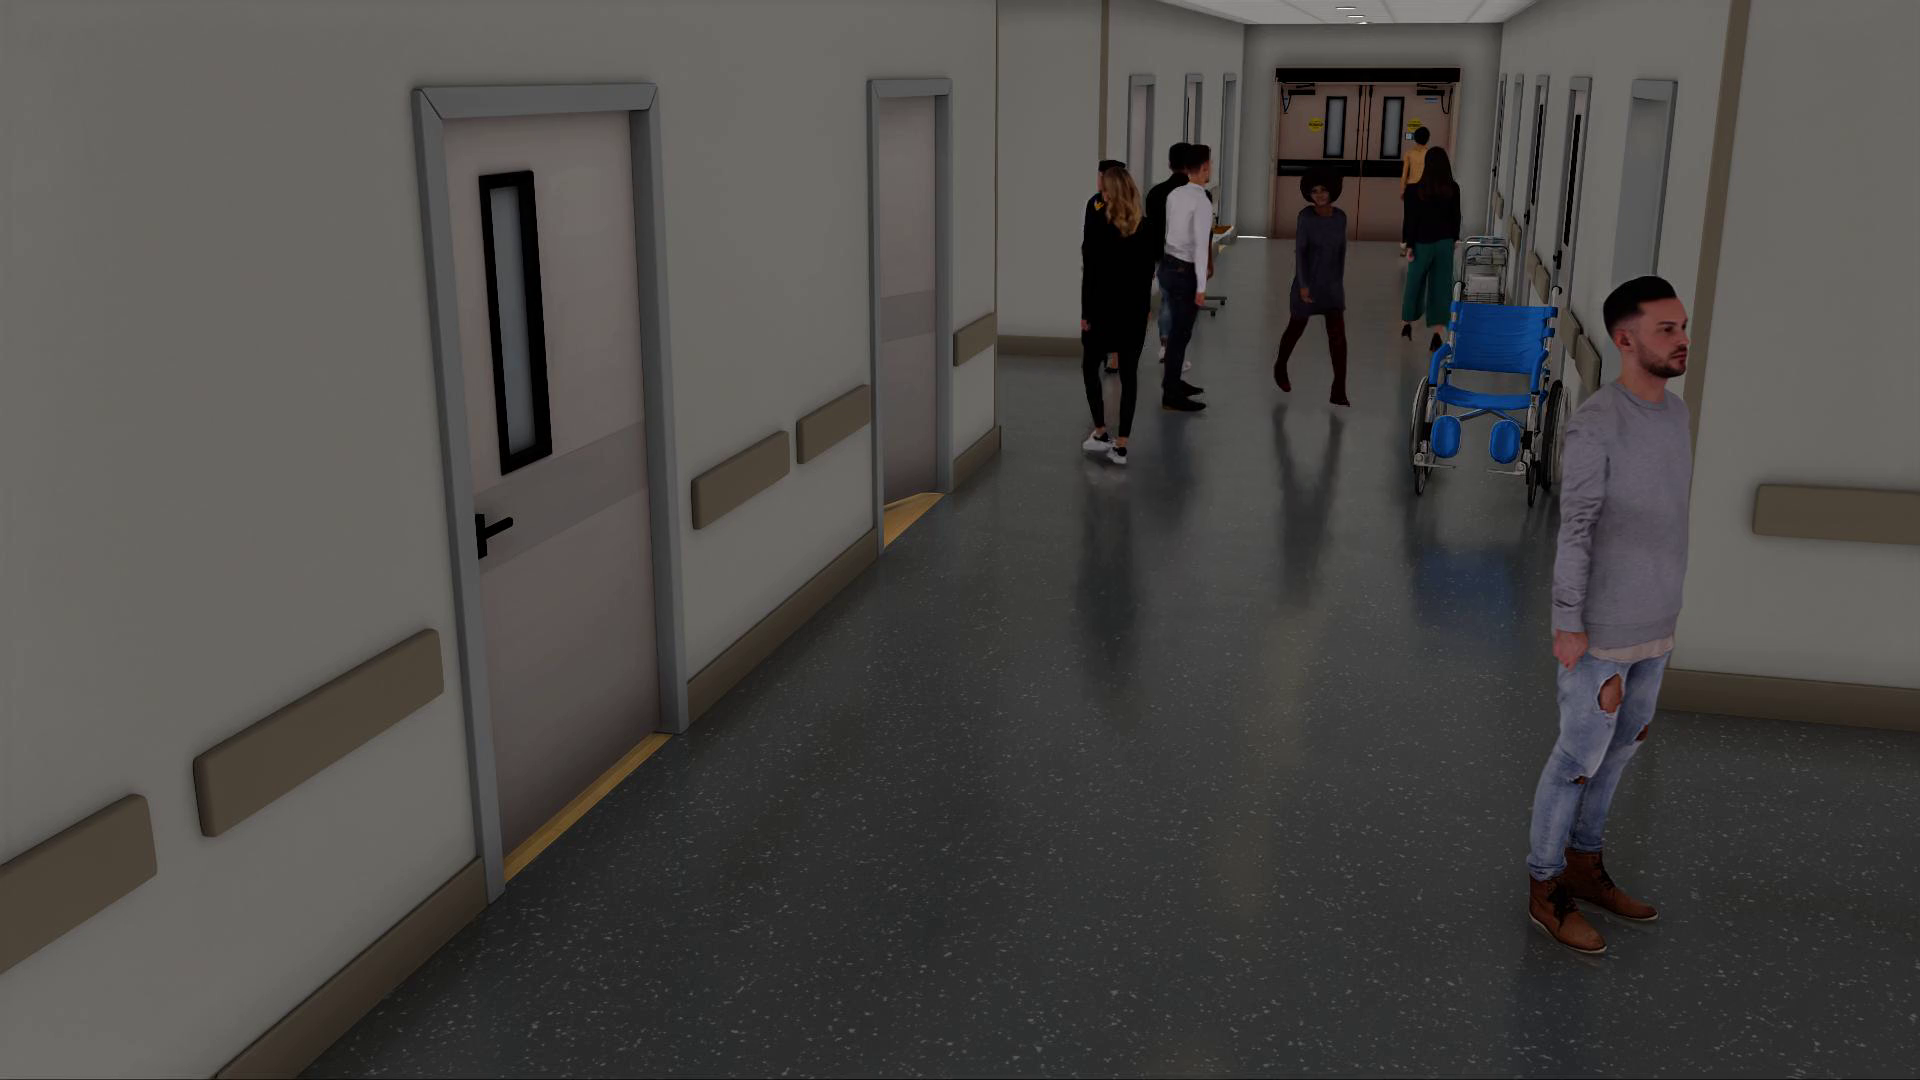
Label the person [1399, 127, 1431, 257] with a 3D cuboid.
[{"bbox_3d":[5.973,-4.545,21.692,0.573,1.659,0.527,4,16,15],"label":"person"}]

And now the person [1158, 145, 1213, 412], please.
[{"bbox_3d":[1.559,-1.871,11.853,0.883,1.853,0.814,-4,16,-15],"label":"person"}]

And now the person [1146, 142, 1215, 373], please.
[{"bbox_3d":[1.703,-2.223,13.208,0.760,1.795,0.741,9,18,29],"label":"person"}]

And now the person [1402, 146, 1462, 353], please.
[{"bbox_3d":[4.023,-2.424,14.088,0.694,1.703,1.035,3,16,9],"label":"person"}]

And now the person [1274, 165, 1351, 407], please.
[{"bbox_3d":[2.524,-1.818,12.001,0.912,1.670,1.158,-4,16,-13],"label":"person"}]

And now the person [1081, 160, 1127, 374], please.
[{"bbox_3d":[1.202,-2.186,13.304,0.834,1.671,0.805,-12,20,-37],"label":"person"}]

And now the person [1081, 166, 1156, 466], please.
[{"bbox_3d":[0.983,-1.323,10.045,0.807,1.779,0.858,-5,16,-16],"label":"person"}]

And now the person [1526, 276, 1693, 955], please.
[{"bbox_3d":[1.791,0.194,4.553,0.711,1.839,0.821,-13,20,-38],"label":"person"}]
